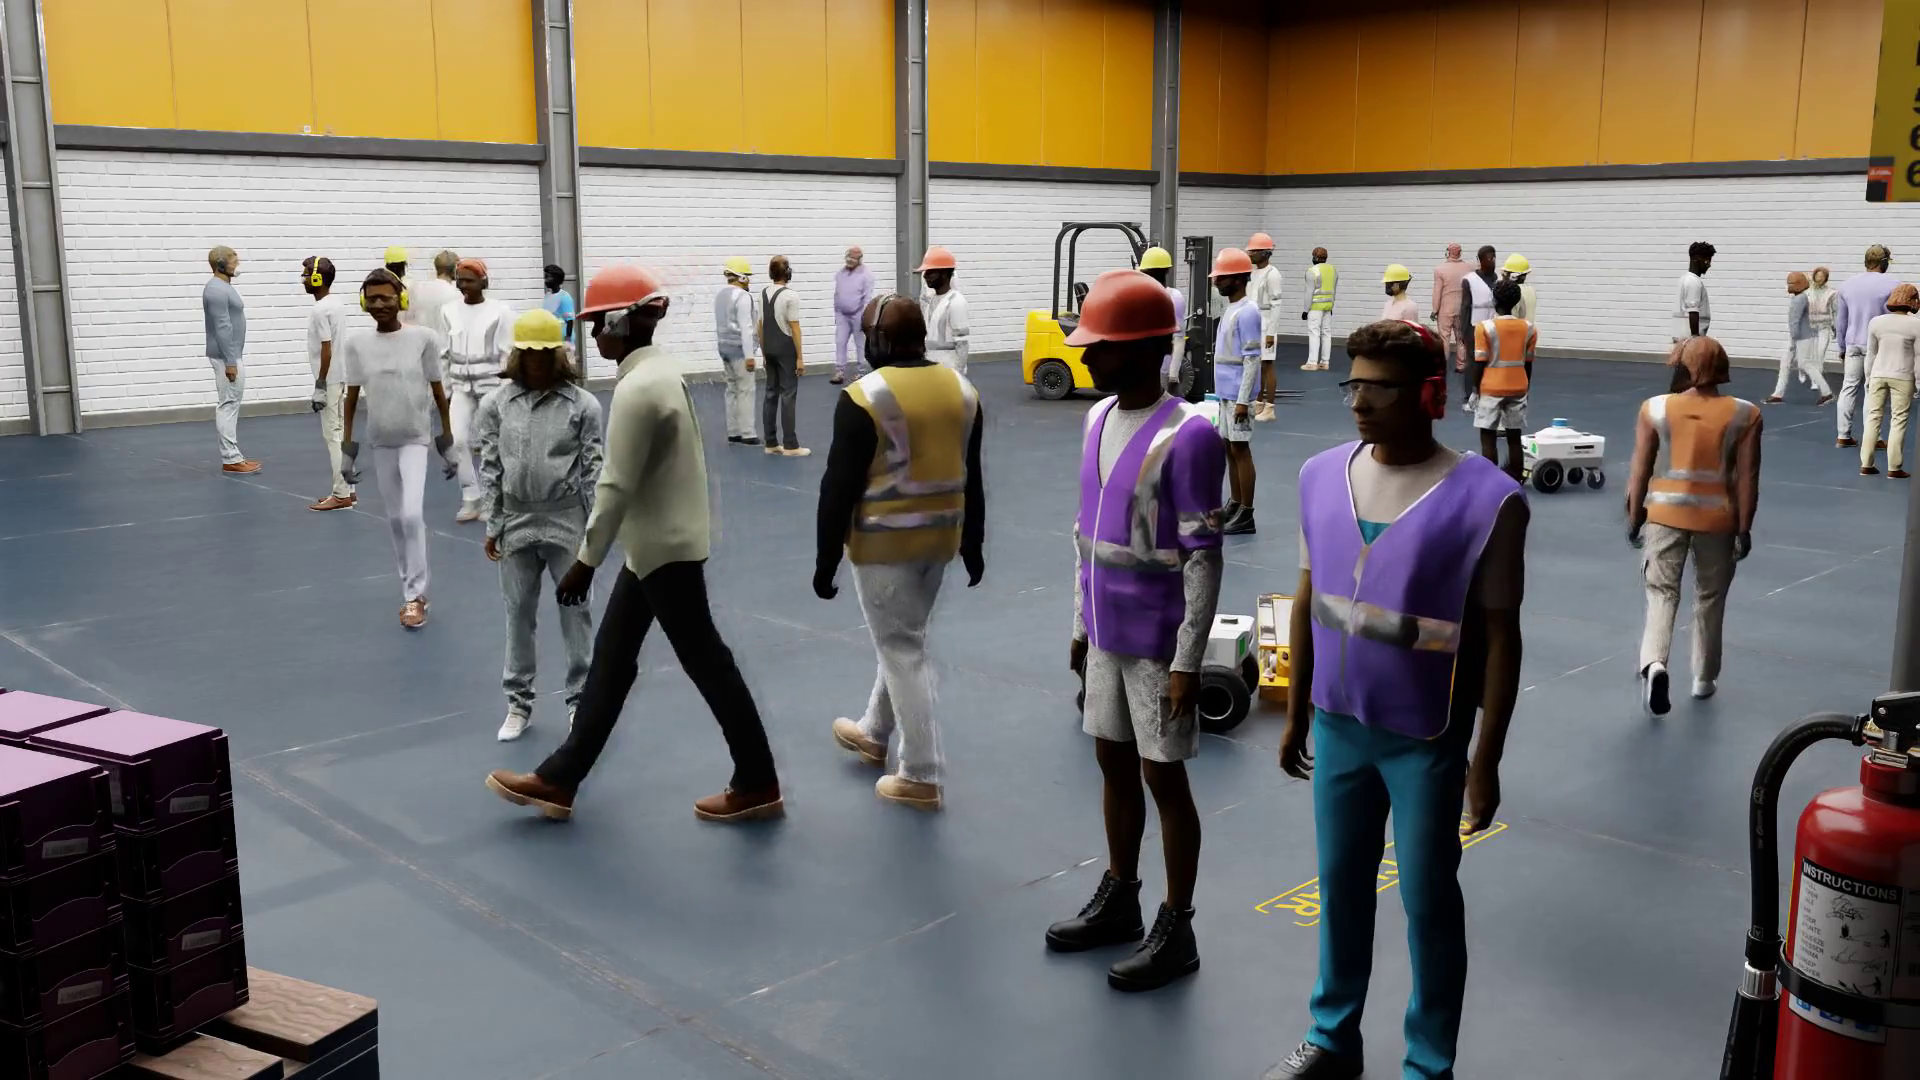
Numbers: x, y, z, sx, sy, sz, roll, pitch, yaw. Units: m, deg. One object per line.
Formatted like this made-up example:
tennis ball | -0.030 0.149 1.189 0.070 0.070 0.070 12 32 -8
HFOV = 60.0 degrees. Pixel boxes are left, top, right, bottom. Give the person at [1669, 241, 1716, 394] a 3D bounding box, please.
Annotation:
person | 7.539 -2.090 17.164 0.374 1.959 0.603 2 11 11

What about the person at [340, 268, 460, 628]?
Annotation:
person | -2.939 -0.468 8.607 0.569 1.845 0.753 0 10 0

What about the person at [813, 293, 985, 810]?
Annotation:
person | -0.305 0.022 6.049 0.823 1.810 0.661 10 14 44

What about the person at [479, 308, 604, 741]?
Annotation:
person | -1.664 -0.051 6.655 0.488 1.742 0.316 0 10 -2

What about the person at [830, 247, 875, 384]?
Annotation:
person | -1.476 -3.039 22.602 0.677 1.863 0.805 5 12 26

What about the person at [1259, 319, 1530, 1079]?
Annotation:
person | 0.982 0.426 3.754 0.372 1.843 0.570 -9 14 -41

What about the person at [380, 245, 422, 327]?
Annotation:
person | -5.922 -2.160 17.669 0.412 1.912 0.591 -3 11 -14

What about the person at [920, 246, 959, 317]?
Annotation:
person | -0.280 -2.934 21.978 0.576 1.881 0.354 6 12 31

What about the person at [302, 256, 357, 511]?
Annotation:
person | -4.682 -1.152 12.291 0.329 1.872 0.507 -1 10 -7

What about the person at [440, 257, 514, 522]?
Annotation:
person | -3.412 -1.038 11.668 0.612 1.867 0.528 2 11 11

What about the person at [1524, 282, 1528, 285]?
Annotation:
person | 7.821 -3.062 23.338 0.389 1.625 0.548 -3 11 -17

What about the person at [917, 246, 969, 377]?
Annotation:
person | -0.141 -1.280 12.805 0.379 1.937 0.548 -5 12 -26

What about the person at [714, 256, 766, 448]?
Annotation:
person | -2.124 -1.796 15.948 0.404 1.827 0.611 -7 12 -33

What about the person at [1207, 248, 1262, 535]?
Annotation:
person | 1.844 -1.002 11.295 0.374 1.932 0.552 -1 10 -4

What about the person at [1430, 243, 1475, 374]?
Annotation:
person | 7.208 -3.395 24.421 0.642 1.910 0.401 -2 11 -10

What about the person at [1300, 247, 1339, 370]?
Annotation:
person | 5.384 -3.475 25.036 0.622 1.845 0.429 -7 13 -35

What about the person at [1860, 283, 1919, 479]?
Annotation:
person | 7.815 -1.327 13.917 0.279 1.624 0.494 -8 13 -36

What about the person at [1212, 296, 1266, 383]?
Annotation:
person | 3.536 -2.710 21.545 0.856 1.581 0.519 3 11 16

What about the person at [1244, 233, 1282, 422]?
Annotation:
person | 3.258 -2.297 18.064 0.394 2.044 0.609 -3 11 -14

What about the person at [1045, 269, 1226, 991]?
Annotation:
person | 0.459 0.247 4.485 0.373 1.933 0.550 -6 12 -29

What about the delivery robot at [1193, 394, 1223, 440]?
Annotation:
delivery robot | 2.314 -1.112 15.409 0.477 0.478 0.707 -4 11 -20

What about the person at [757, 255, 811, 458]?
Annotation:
person | -1.618 -1.670 15.183 0.514 1.845 0.338 8 13 39

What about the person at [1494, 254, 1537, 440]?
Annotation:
person | 5.471 -1.911 16.521 0.403 1.837 0.590 8 13 38

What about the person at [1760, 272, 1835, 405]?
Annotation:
person | 10.077 -2.393 19.851 0.771 1.579 0.499 4 11 19

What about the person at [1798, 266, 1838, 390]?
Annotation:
person | 11.315 -2.808 21.988 0.538 1.621 0.467 5 11 24

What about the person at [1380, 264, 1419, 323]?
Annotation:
person | 3.952 -1.620 15.134 0.331 1.765 0.533 -3 11 -15

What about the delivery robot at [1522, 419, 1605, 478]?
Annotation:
delivery robot | 4.789 -0.730 13.321 0.707 0.478 0.477 -3 11 -17

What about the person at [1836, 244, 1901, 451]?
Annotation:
person | 8.579 -1.814 15.711 0.371 1.941 0.627 -6 12 -29

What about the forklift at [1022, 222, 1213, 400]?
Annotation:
forklift | 1.935 -2.847 20.651 2.313 2.155 1.214 2 11 13

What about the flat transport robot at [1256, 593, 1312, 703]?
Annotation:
flat transport robot | 1.715 0.485 7.729 0.652 0.197 1.431 2 11 9

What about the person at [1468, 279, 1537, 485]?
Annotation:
person | 4.088 -1.116 12.567 0.540 1.695 0.317 -3 11 -17

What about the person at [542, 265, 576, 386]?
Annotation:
person | -4.499 -2.233 18.657 0.321 1.696 0.537 -9 14 -41

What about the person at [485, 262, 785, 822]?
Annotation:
person | -1.096 0.038 5.647 1.042 1.926 0.598 -1 10 -7

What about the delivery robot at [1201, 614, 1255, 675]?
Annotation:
delivery robot | 0.871 0.428 7.008 0.707 0.478 0.477 3 11 15

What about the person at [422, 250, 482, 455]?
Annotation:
person | -4.698 -1.674 15.088 0.990 1.904 0.639 -9 14 -42

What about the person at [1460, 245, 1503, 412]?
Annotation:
person | 5.989 -2.415 19.071 0.628 1.903 0.461 -5 11 -24

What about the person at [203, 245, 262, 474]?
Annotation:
person | -6.211 -1.527 14.153 0.372 1.940 0.631 -4 11 -21

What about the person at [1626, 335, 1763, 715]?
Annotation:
person | 3.109 -0.066 7.089 0.526 1.608 0.714 6 12 28

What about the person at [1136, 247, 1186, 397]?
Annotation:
person | 1.606 -1.420 13.600 0.387 1.923 0.593 -5 11 -23
